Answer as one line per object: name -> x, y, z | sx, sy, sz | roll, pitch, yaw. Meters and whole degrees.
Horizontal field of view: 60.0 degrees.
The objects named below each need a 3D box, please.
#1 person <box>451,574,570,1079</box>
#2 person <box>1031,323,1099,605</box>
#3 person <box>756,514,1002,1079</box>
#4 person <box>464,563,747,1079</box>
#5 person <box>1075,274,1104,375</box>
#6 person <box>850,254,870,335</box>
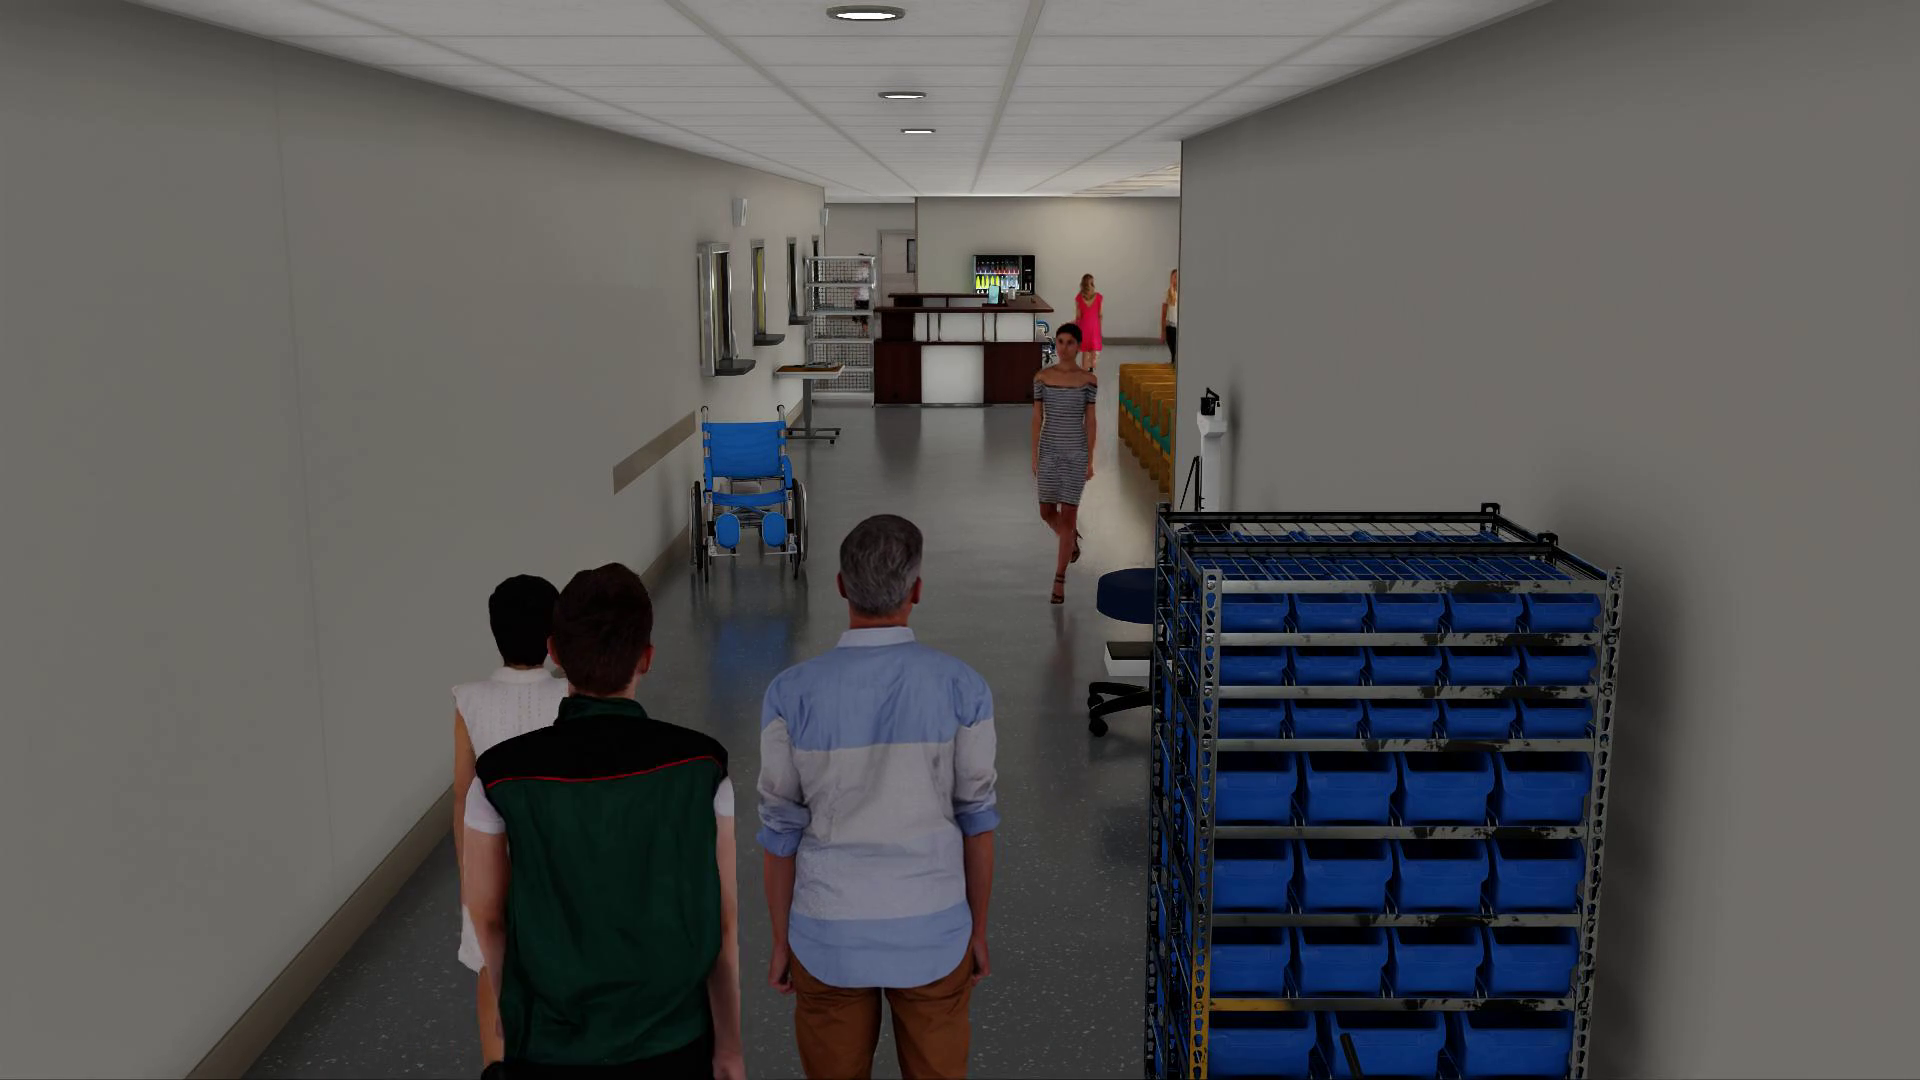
person -> -1.114, 0.874, 4.309 | 0.622, 1.543, 0.644 | -1, 11, -5
person -> 0.709, -0.506, 10.872 | 0.884, 1.806, 0.810 | 4, 11, 18
person -> -0.173, 0.849, 3.682 | 0.502, 1.825, 0.755 | -1, 11, -4
person -> -0.624, 0.983, 3.029 | 0.989, 1.805, 0.912 | -4, 12, -21
person -> 1.931, -3.087, 24.757 | 0.902, 1.700, 0.683 | 1, 11, 4
person -> -1.979, -4.957, 34.249 | 0.873, 1.837, 0.811 | 9, 14, 41
